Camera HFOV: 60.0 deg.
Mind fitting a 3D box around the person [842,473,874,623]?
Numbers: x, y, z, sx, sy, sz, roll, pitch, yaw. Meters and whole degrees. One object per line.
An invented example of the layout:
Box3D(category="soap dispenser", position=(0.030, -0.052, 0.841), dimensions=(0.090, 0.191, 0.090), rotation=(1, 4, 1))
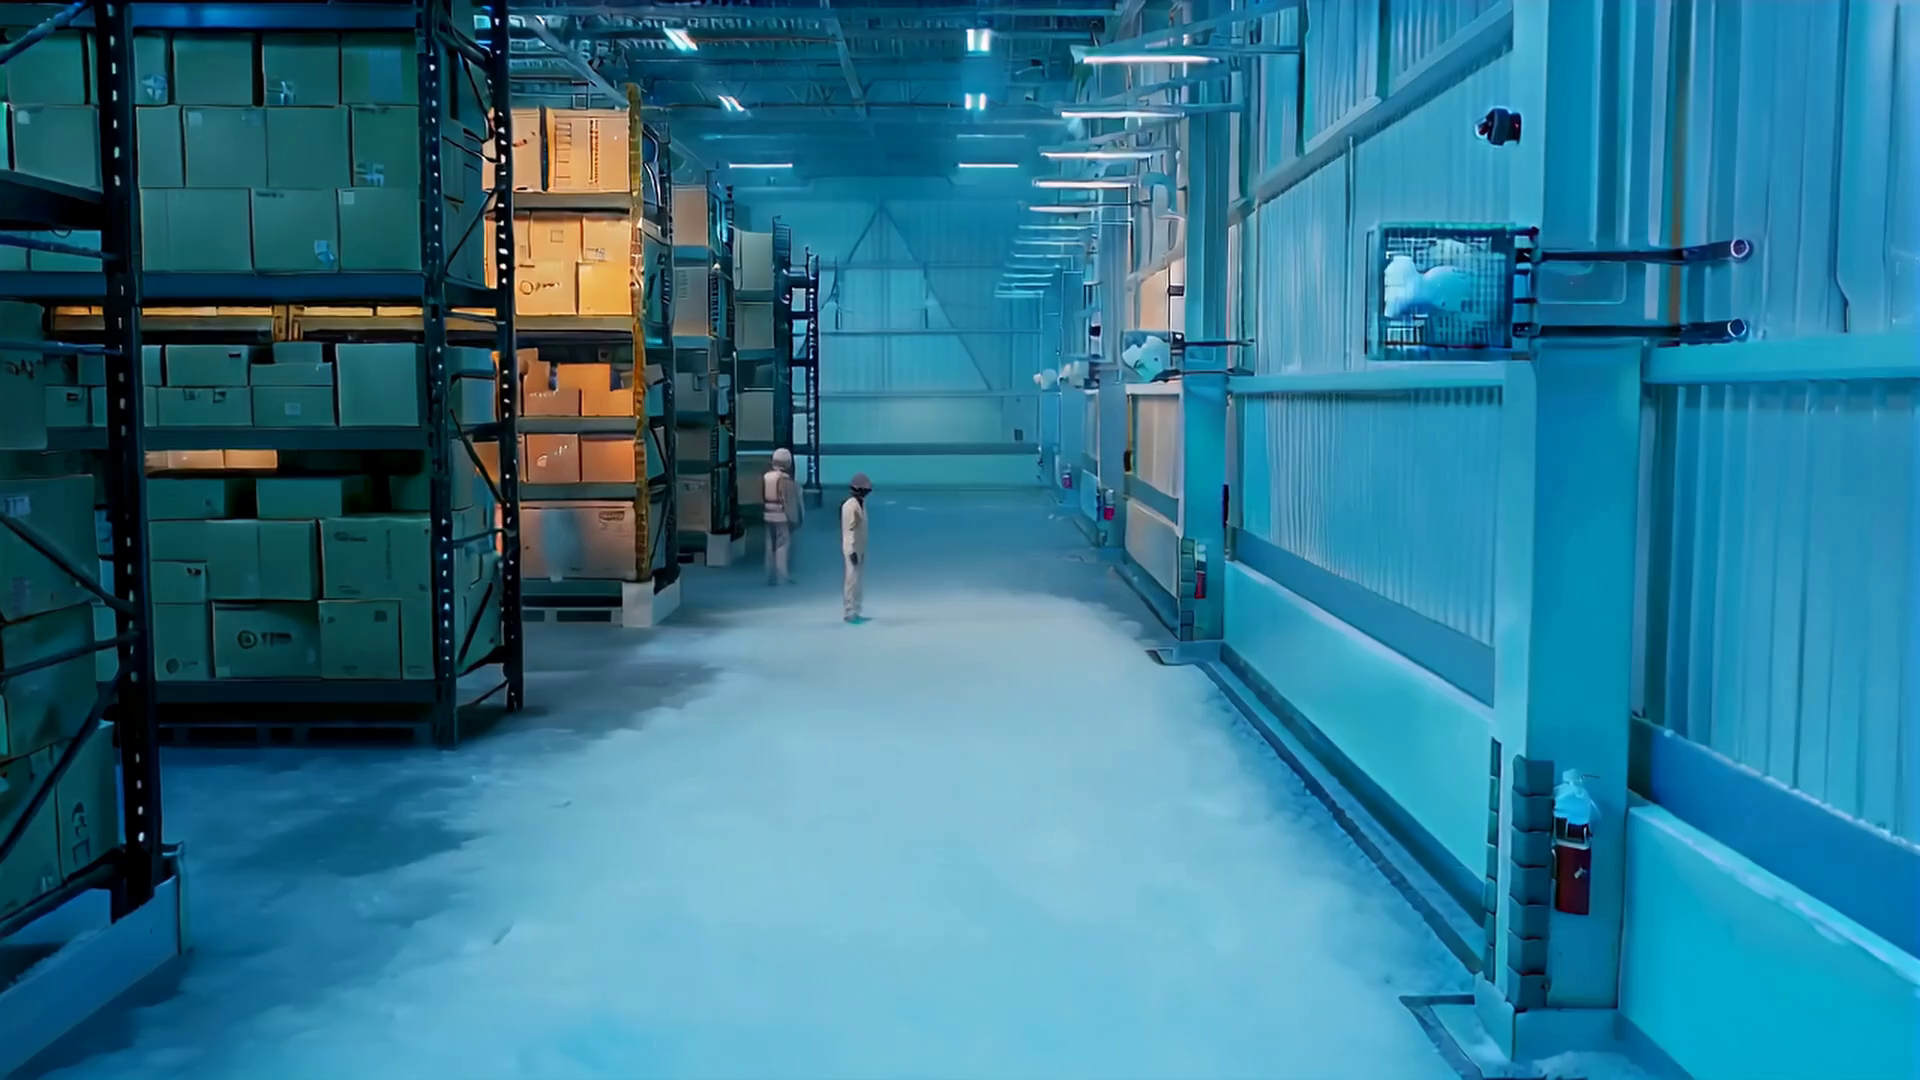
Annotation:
Box3D(category="person", position=(-1.175, 0.095, 19.363), dimensions=(0.349, 1.743, 0.570), rotation=(1, 5, 15))

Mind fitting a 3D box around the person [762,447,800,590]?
Box3D(category="person", position=(-2.461, -0.288, 22.658), dimensions=(0.403, 1.944, 0.605), rotation=(-4, 7, -41))

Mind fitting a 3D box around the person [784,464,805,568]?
Box3D(category="person", position=(-2.509, -0.288, 23.927), dimensions=(0.529, 1.721, 0.896), rotation=(-1, 5, -17))
